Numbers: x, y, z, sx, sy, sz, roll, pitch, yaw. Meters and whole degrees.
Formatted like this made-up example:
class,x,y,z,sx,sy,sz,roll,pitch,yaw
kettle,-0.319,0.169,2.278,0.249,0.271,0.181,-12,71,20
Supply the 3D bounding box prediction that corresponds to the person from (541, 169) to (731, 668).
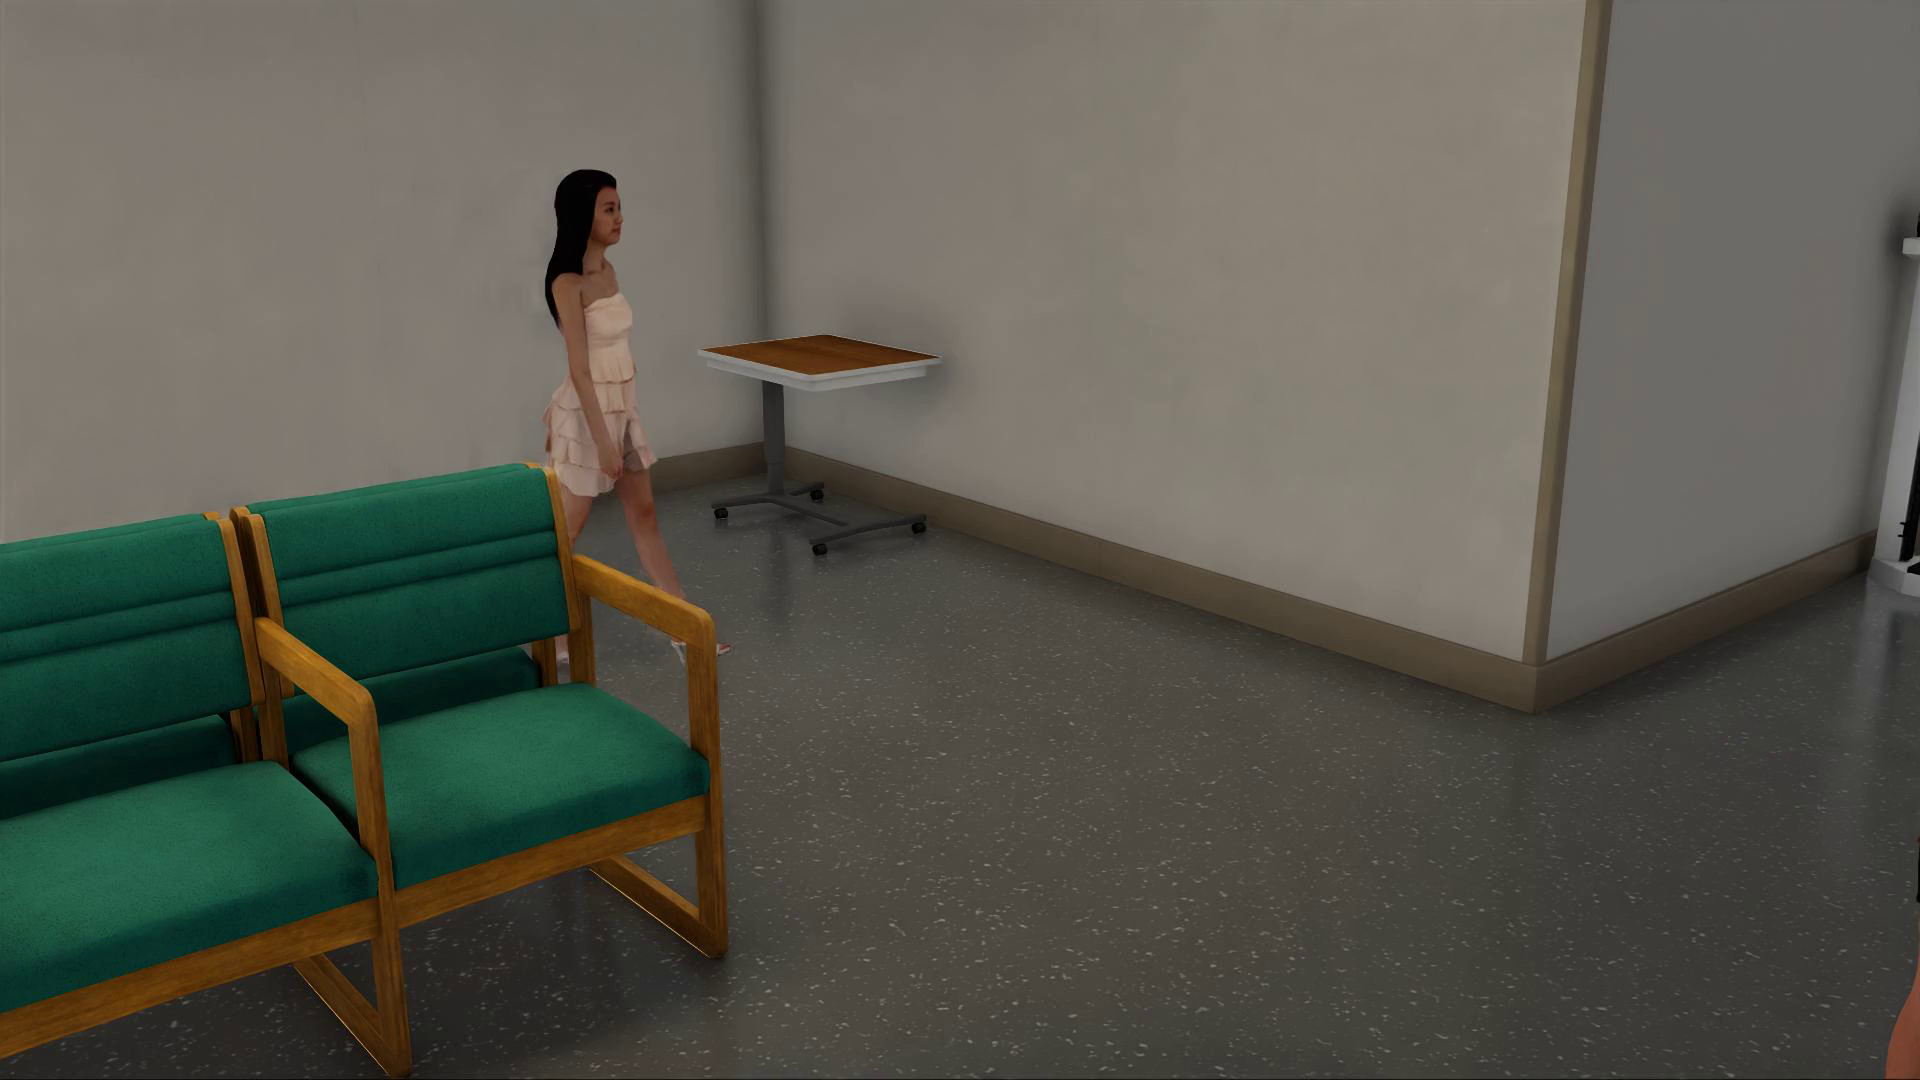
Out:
class,x,y,z,sx,sy,sz,roll,pitch,yaw
person,-1.322,-0.354,5.609,1.054,1.702,0.924,4,16,13
